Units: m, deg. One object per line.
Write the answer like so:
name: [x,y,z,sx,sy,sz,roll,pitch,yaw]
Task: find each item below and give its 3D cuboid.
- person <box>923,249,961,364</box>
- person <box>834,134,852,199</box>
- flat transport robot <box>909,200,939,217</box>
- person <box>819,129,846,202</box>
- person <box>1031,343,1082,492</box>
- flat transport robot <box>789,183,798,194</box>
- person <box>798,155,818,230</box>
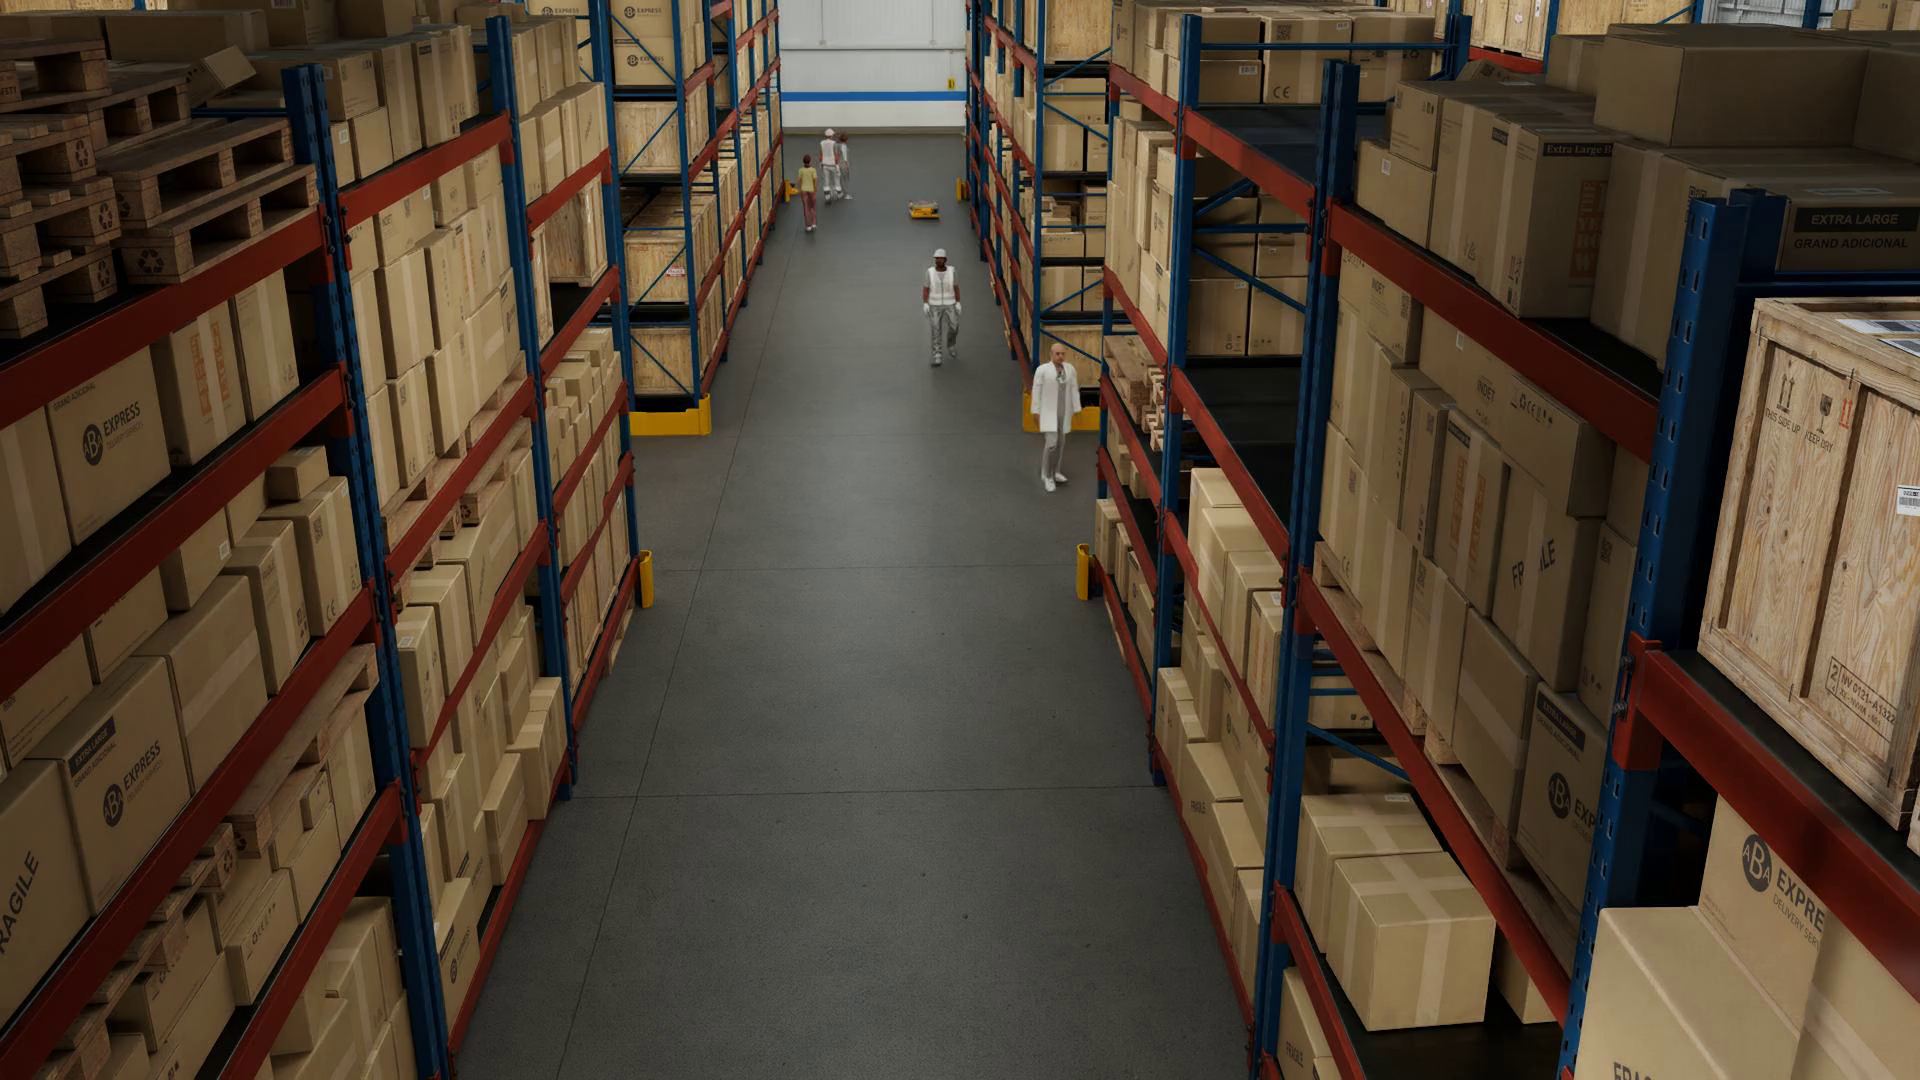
person: [-0.277,-3.696,26.297,0.607,1.783,0.549,-1,20,-3]
person: [-2.980,-9.455,42.042,0.442,1.597,0.461,-5,21,-13]
flat transport robot: [-0.879,-7.966,40.085,0.659,0.265,1.431,-2,21,-4]
person: [-3.205,-9.416,41.661,0.548,1.786,0.693,7,21,17]
person: [1.196,-1.549,20.603,0.589,1.802,0.545,-9,22,-24]
flat transport robot: [-4.936,-9.021,42.899,1.431,0.256,0.659,-4,21,-11]
person: [-3.455,-7.913,37.810,0.442,1.676,0.641,-2,21,-6]
